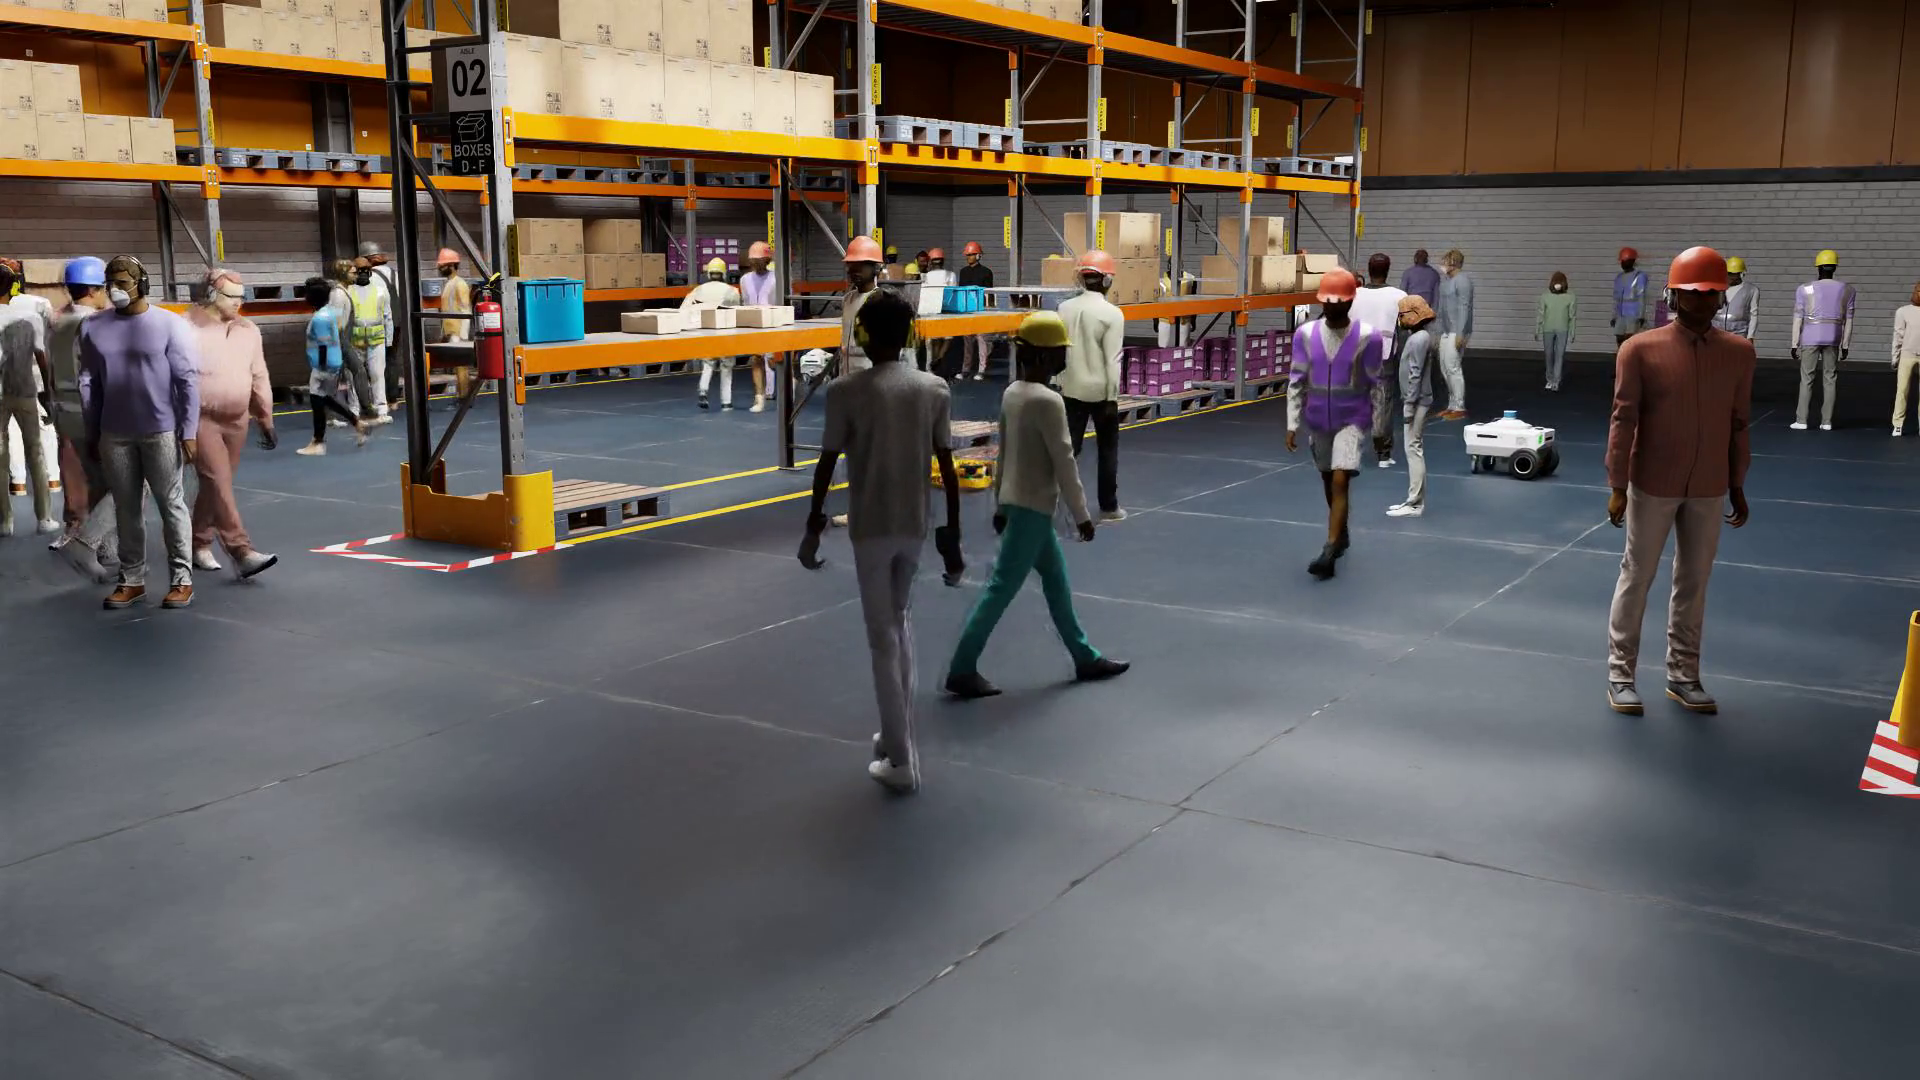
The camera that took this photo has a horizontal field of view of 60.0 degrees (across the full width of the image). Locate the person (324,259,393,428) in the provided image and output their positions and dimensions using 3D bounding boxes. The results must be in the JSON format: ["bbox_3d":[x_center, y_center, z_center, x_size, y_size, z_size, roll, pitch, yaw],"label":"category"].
[{"bbox_3d":[-6.544,-2.100,17.918,0.861,1.809,0.529,-5,11,-26],"label":"person"}]

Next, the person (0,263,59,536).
[{"bbox_3d":[-6.516,-0.959,11.420,0.531,1.870,0.317,-5,11,-27],"label":"person"}]

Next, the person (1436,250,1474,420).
[{"bbox_3d":[5.622,-2.302,18.795,0.373,1.912,0.672,0,10,2],"label":"person"}]

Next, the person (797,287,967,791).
[{"bbox_3d":[-0.315,-0.018,6.277,0.523,1.842,0.721,-6,12,-30],"label":"person"}]

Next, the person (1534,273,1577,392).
[{"bbox_3d":[8.032,-2.808,22.448,0.513,1.587,0.835,6,12,28],"label":"person"}]

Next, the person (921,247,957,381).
[{"bbox_3d":[-0.301,-3.192,23.645,0.593,1.919,0.625,3,11,18],"label":"person"}]

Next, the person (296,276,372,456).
[{"bbox_3d":[-5.966,-1.645,15.710,0.625,1.683,0.561,-2,10,-12],"label":"person"}]

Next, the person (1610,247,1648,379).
[{"bbox_3d":[9.728,-3.304,24.267,0.421,1.919,0.574,-5,12,-27],"label":"person"}]

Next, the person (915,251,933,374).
[{"bbox_3d":[-0.536,-3.283,24.313,0.530,1.864,0.313,-1,10,-5],"label":"person"}]

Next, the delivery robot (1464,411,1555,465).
[{"bbox_3d":[4.712,-0.868,14.299,0.707,0.478,0.477,8,13,38],"label":"delivery robot"}]

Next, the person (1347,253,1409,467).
[{"bbox_3d":[3.703,-1.606,14.913,0.588,1.908,0.403,5,11,24],"label":"person"}]

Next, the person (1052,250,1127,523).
[{"bbox_3d":[0.862,-1.055,11.711,0.603,1.965,0.866,9,13,40],"label":"person"}]

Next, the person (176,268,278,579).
[{"bbox_3d":[-4.436,-0.693,10.009,0.974,1.844,0.707,6,12,28],"label":"person"}]

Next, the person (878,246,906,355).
[{"bbox_3d":[-1.173,-4.189,29.163,0.589,1.924,0.384,-5,11,-24],"label":"person"}]

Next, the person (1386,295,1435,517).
[{"bbox_3d":[3.327,-0.986,12.254,0.299,1.622,0.504,2,11,13],"label":"person"}]

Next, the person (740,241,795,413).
[{"bbox_3d":[-2.267,-2.525,19.709,0.621,2.022,0.742,4,11,20],"label":"person"}]

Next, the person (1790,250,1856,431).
[{"bbox_3d":[9.180,-2.123,17.744,0.588,1.919,0.402,2,10,12],"label":"person"}]

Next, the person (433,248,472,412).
[{"bbox_3d":[-6.015,-2.491,19.738,0.376,1.935,0.552,-7,12,-34],"label":"person"}]

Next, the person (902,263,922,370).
[{"bbox_3d":[-0.698,-3.055,23.488,0.496,1.716,0.839,-7,12,-33],"label":"person"}]

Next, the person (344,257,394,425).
[{"bbox_3d":[-6.546,-2.178,18.287,0.625,1.837,0.429,-5,11,-25],"label":"person"}]

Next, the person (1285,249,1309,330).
[{"bbox_3d":[5.330,-3.652,26.321,0.576,1.880,0.351,-10,14,-43],"label":"person"}]

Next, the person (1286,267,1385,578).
[{"bbox_3d":[2.327,-0.734,10.233,0.562,1.868,1.088,6,12,30],"label":"person"}]

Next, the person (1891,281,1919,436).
[{"bbox_3d":[9.858,-1.863,17.111,0.497,1.625,0.279,6,12,28],"label":"person"}]

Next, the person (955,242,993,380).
[{"bbox_3d":[0.196,-3.321,24.154,0.608,1.996,0.379,8,13,38],"label":"person"}]

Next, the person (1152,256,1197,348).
[{"bbox_3d":[2.978,-3.049,23.106,0.625,1.836,0.429,0,10,1],"label":"person"}]

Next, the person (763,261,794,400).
[{"bbox_3d":[-2.359,-2.659,21.162,0.523,1.759,0.351,-6,12,-32],"label":"person"}]

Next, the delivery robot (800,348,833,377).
[{"bbox_3d":[-2.007,-2.504,23.361,0.477,0.478,0.707,2,10,8],"label":"delivery robot"}]

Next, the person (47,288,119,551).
[{"bbox_3d":[-5.653,-0.858,10.805,0.659,1.882,0.777,0,10,-1],"label":"person"}]

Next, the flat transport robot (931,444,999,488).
[{"bbox_3d":[0.226,-0.638,14.072,0.652,0.197,1.431,6,12,32],"label":"flat transport robot"}]

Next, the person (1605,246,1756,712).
[{"bbox_3d":[3.071,-0.241,7.092,0.621,1.992,0.397,-1,10,-3],"label":"person"}]

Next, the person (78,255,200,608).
[{"bbox_3d":[-4.508,-0.585,9.152,0.636,1.939,0.363,0,10,-1],"label":"person"}]

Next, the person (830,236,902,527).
[{"bbox_3d":[-0.666,-1.072,11.554,0.365,2.045,0.615,-8,13,-38],"label":"person"}]

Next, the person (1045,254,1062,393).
[{"bbox_3d":[1.276,-2.872,22.122,0.404,1.829,0.600,-3,11,-15],"label":"person"}]

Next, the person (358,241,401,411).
[{"bbox_3d":[-6.899,-2.536,19.683,0.535,2.000,0.694,4,11,22],"label":"person"}]

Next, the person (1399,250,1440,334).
[{"bbox_3d":[7.354,-3.737,26.848,0.673,1.889,0.754,-3,11,-17],"label":"person"}]

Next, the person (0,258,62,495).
[{"bbox_3d":[-7.486,-1.294,13.239,0.575,1.882,0.360,-9,13,-40],"label":"person"}]

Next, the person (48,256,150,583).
[{"bbox_3d":[-5.057,-0.682,9.706,0.624,1.929,0.475,7,13,35],"label":"person"}]

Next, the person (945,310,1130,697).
[{"bbox_3d":[0.335,-0.160,7.414,0.930,1.713,0.534,-3,11,-17],"label":"person"}]

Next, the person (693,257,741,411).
[{"bbox_3d":[-2.859,-2.418,19.643,0.606,1.816,0.476,2,10,11],"label":"person"}]

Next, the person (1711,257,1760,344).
[{"bbox_3d":[9.247,-2.482,19.991,0.588,1.822,0.403,8,13,37],"label":"person"}]
